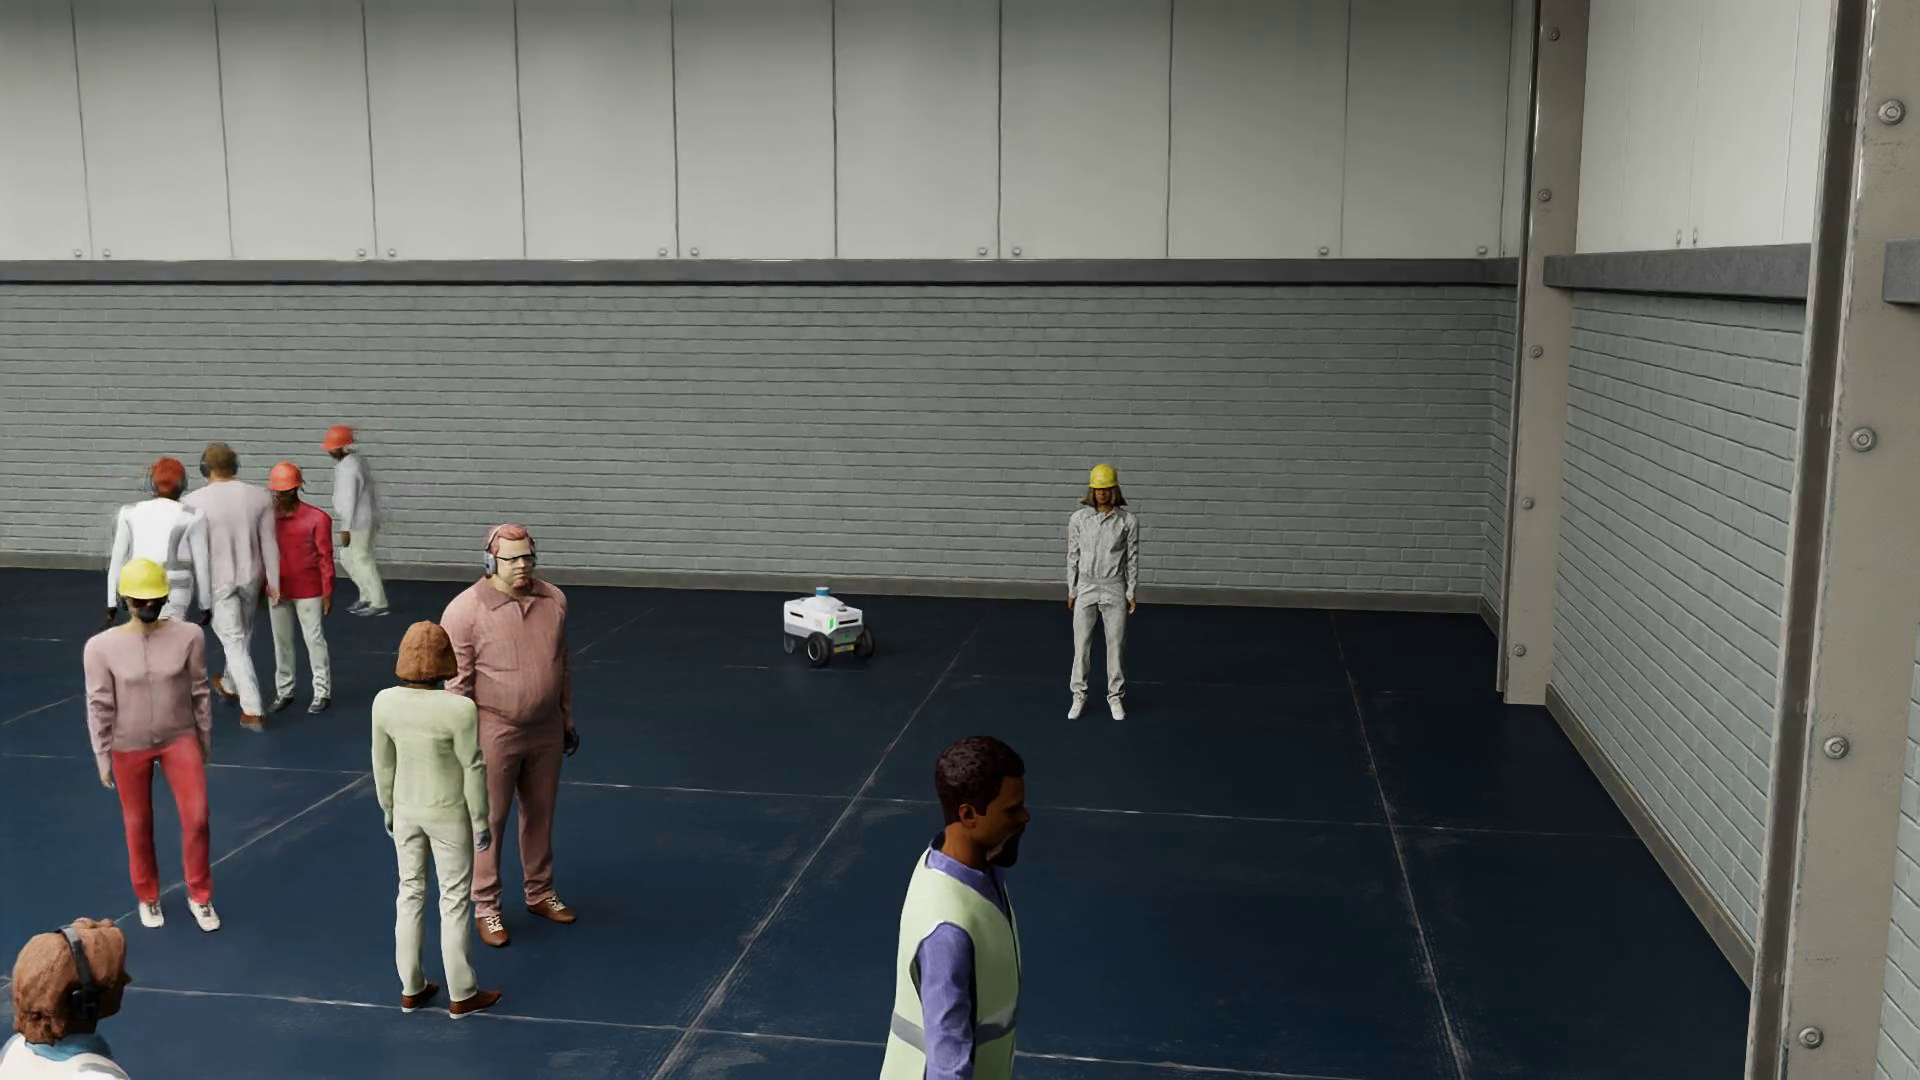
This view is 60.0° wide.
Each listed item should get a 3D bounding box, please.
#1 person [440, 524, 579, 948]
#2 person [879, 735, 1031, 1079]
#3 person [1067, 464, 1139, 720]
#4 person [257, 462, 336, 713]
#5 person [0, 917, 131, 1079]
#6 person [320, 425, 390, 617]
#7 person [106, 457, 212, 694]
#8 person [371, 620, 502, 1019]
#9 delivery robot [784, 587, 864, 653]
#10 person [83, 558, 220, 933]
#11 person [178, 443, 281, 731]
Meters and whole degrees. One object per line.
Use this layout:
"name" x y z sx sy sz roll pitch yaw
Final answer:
"person" -2.010 0.867 7.566 0.403 1.906 0.651 8 12 41
"person" -0.011 1.416 4.188 0.392 1.911 0.584 1 9 4
"person" 0.959 0.354 11.227 0.484 1.745 0.296 1 9 7
"person" -4.571 0.327 11.399 0.570 1.743 0.349 1 9 7
"person" -1.908 1.633 3.655 0.515 1.642 0.314 7 12 37
"person" -5.270 -0.162 14.495 0.529 1.709 0.582 -4 10 -23
"person" -5.155 0.377 10.838 0.623 1.820 1.023 1 9 5
"person" -2.134 1.131 6.764 0.507 1.636 0.274 3 10 18
"delivery robot" -1.071 0.612 13.000 0.477 0.478 0.707 -7 12 -38
"person" -3.653 0.947 7.553 0.527 1.748 0.636 -6 11 -32
"person" -4.943 0.288 11.168 1.022 1.885 0.633 9 13 43
